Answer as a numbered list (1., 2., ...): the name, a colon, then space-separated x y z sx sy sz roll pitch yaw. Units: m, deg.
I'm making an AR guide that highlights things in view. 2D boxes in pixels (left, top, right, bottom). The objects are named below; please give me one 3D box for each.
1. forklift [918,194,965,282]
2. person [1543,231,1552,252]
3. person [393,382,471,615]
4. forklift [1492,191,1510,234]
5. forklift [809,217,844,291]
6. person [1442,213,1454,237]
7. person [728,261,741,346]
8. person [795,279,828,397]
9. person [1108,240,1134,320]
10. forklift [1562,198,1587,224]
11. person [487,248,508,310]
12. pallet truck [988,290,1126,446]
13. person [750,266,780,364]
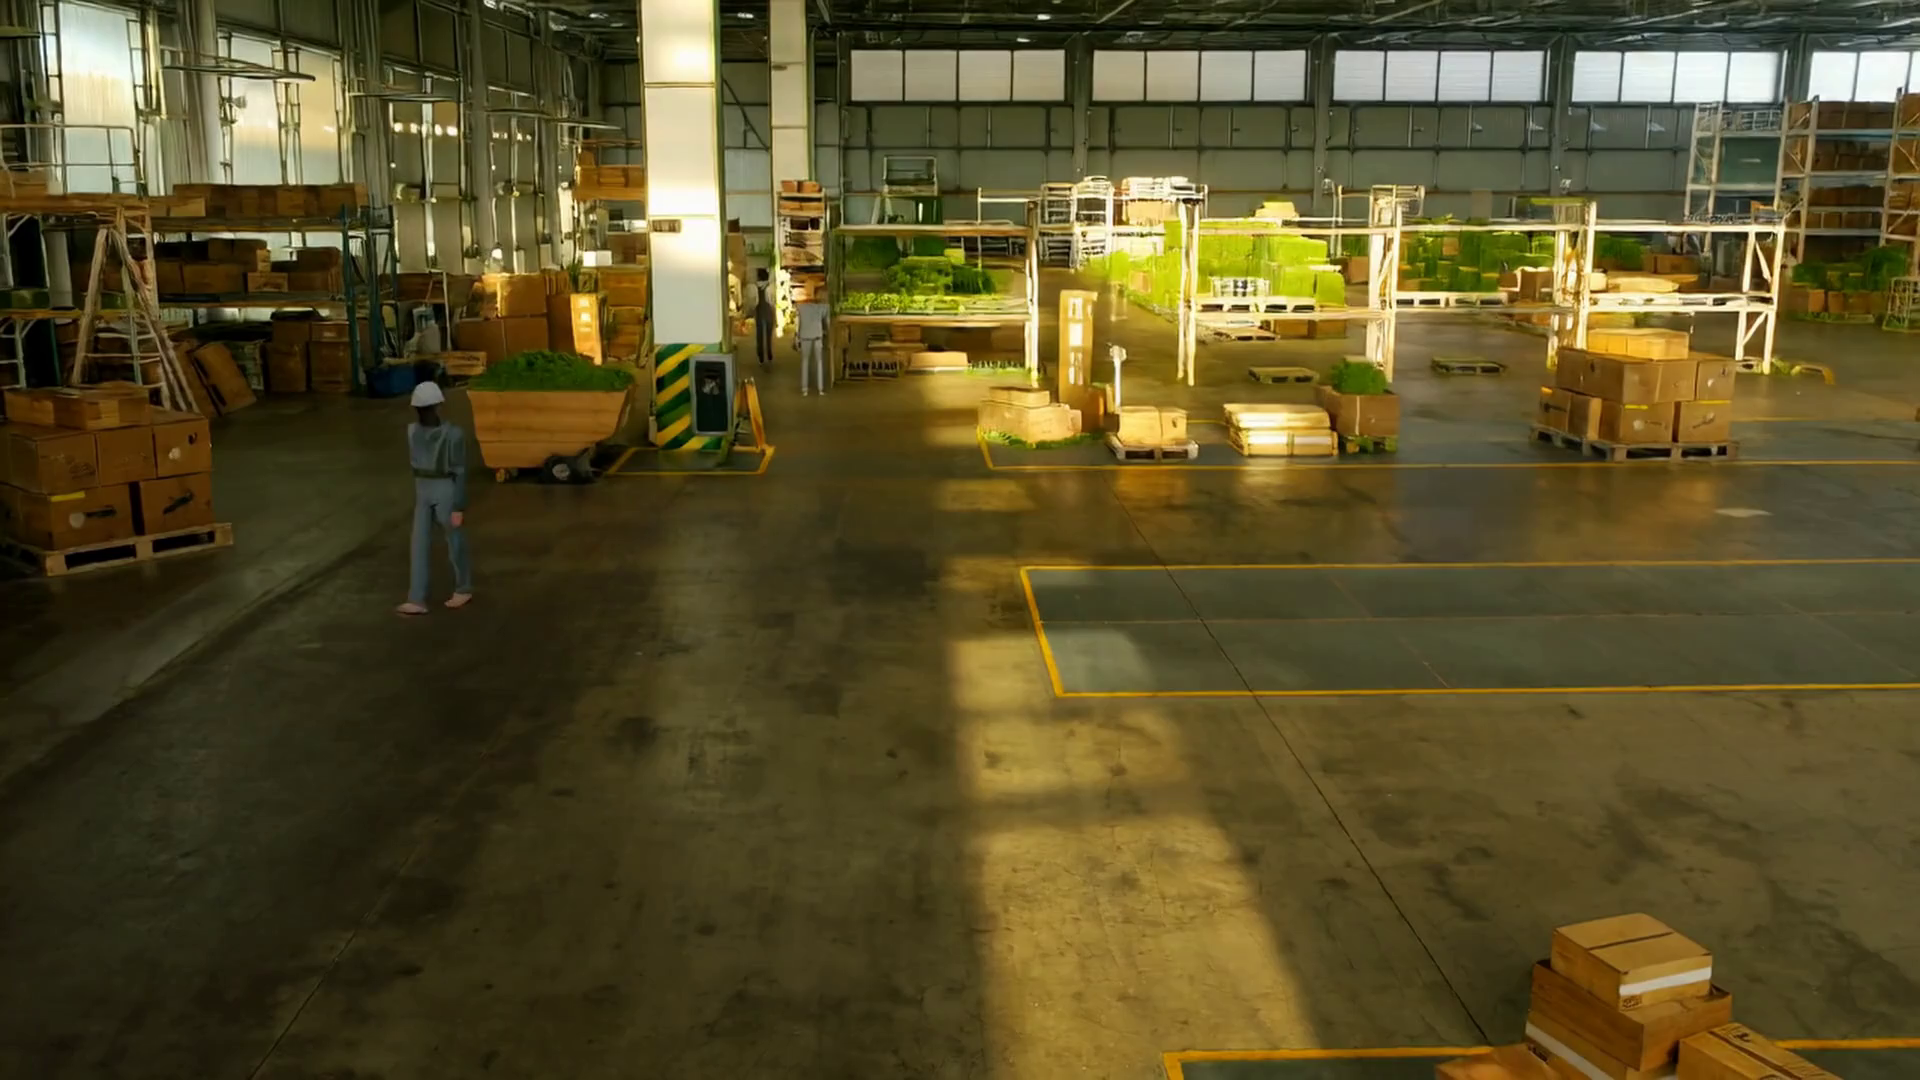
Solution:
1. forklift: -0.864 -9.841 54.154 1.873 2.768 1.129 -7 14 -28
2. person: 17.368 -8.209 48.801 0.614 1.994 0.380 0 12 -2
3. person: -4.277 -0.324 13.420 0.619 1.889 0.871 5 14 23
4. forklift: 20.362 -11.777 62.892 1.873 2.768 1.129 0 12 -2
5. forklift: -4.375 -8.619 48.637 1.873 2.768 1.129 0 12 -2
6. person: 19.212 -11.839 65.317 0.631 1.939 0.370 0 12 -2
7. person: -4.772 -4.880 34.344 0.488 1.744 0.295 0 12 -2
8. person: -2.370 -3.206 26.496 0.520 1.871 0.326 0 12 -2
9. person: 3.878 -6.275 40.199 0.631 1.939 0.370 0 12 -2
10. forklift: 17.204 -8.212 46.797 1.873 2.768 1.129 0 12 -2
11. person: -11.965 -6.738 43.009 0.527 1.620 0.605 -2 13 -9
12. pallet truck: 1.257 -2.299 22.111 1.885 1.965 0.823 -9 15 -35
13. person: -3.638 -4.197 31.086 0.548 1.817 0.535 -1 13 -5
